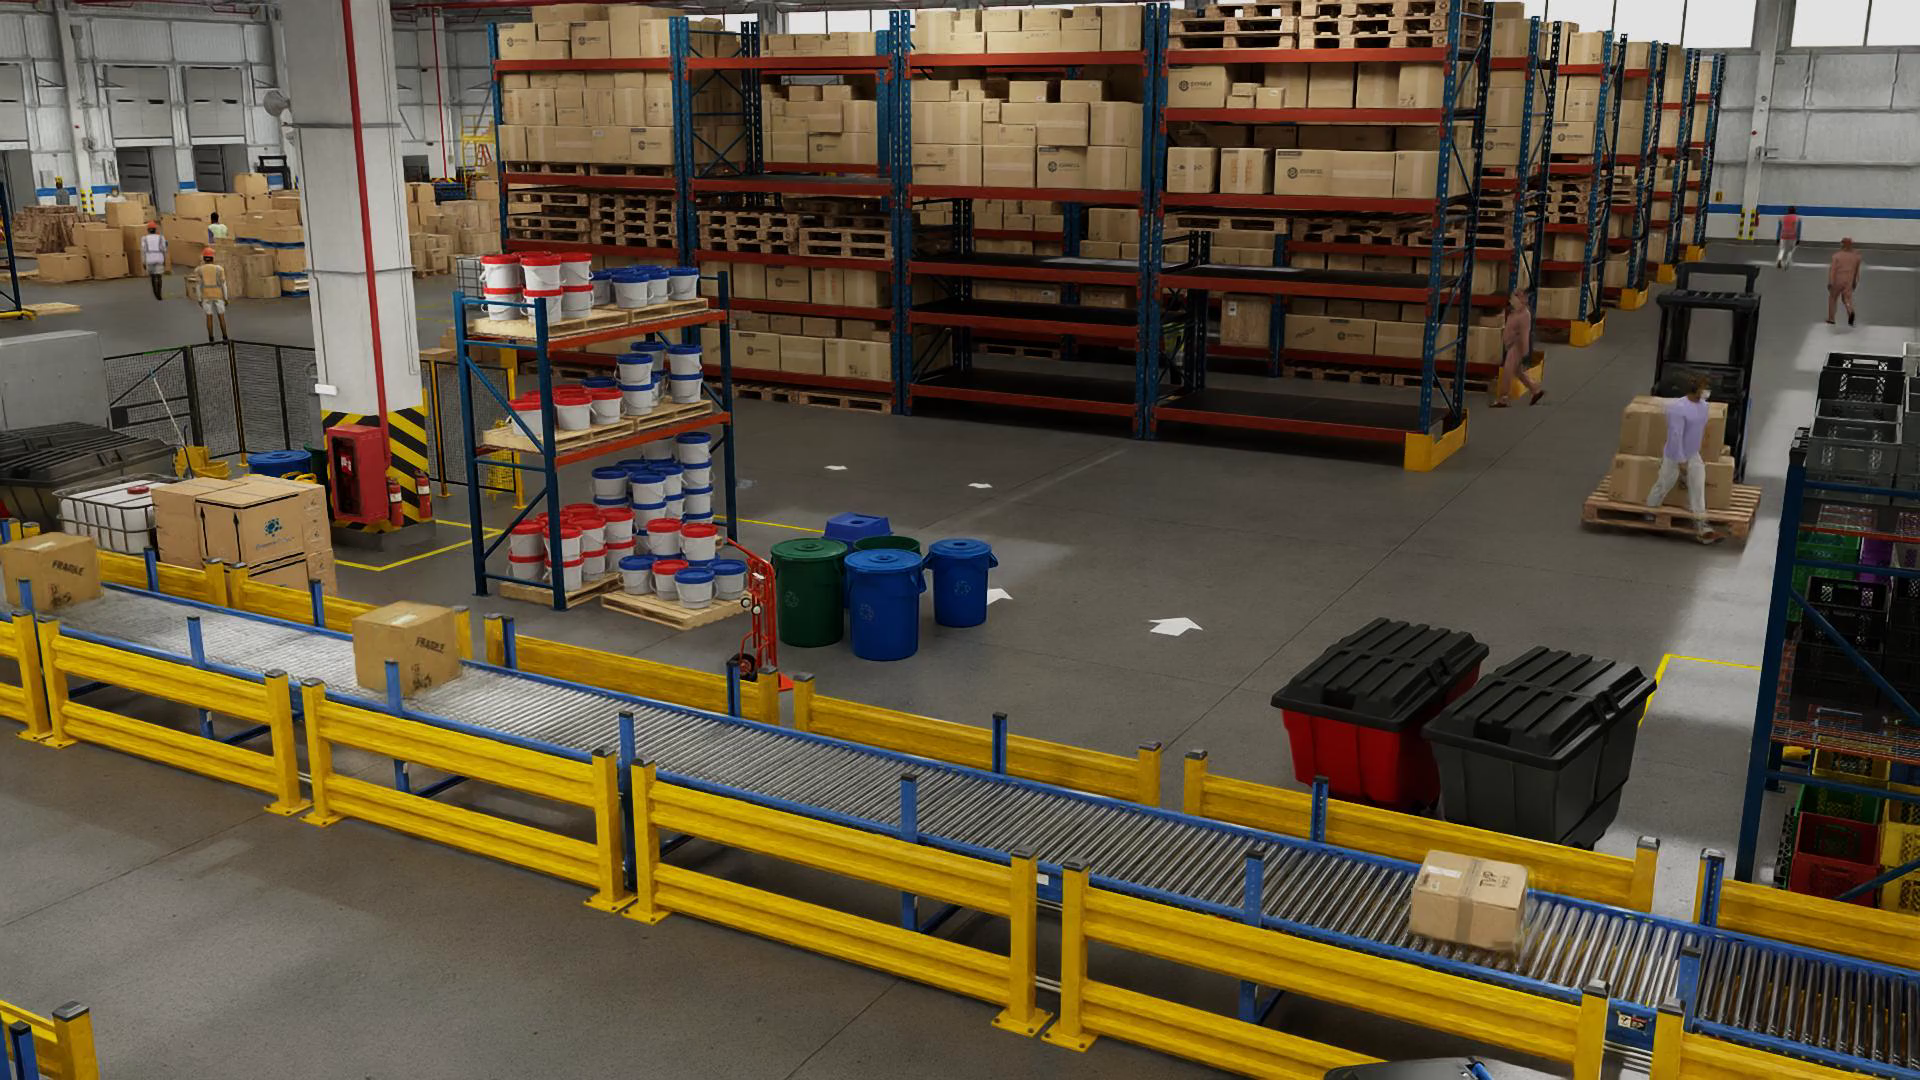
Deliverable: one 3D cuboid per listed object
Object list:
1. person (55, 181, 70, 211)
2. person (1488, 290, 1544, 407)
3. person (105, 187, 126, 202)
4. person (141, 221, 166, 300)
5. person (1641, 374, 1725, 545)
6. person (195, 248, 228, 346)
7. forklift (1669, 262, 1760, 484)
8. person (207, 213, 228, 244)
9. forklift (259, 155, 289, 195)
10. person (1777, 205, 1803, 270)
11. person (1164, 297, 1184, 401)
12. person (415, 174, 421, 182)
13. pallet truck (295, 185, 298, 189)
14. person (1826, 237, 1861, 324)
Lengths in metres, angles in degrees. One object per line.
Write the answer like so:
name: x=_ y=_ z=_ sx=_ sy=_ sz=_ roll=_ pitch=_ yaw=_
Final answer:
person: x=-31.884 y=-11.761 z=59.122 sx=0.373 sy=1.938 sz=0.630 roll=3 pitch=15 yaw=10
person: x=8.937 y=-3.049 z=26.522 sx=0.879 sy=1.866 sz=0.650 roll=1 pitch=15 yaw=3
person: x=-28.510 y=-10.991 z=56.293 sx=0.638 sy=1.911 sz=0.925 roll=-8 pitch=17 yaw=-29
person: x=-19.734 y=-6.851 z=40.771 sx=0.547 sy=1.886 sz=1.025 roll=-5 pitch=16 yaw=-20
person: x=8.046 y=-0.895 z=18.384 sx=0.650 sy=1.876 sz=1.048 roll=-7 pitch=16 yaw=-23
person: x=-14.873 y=-4.838 z=33.094 sx=0.549 sy=1.936 sz=0.377 roll=-5 pitch=16 yaw=-19
forklift: x=9.353 y=-2.066 z=20.865 sx=1.129 sy=2.768 sz=1.873 roll=8 pitch=17 yaw=28
person: x=-19.447 y=-7.637 z=43.704 sx=0.419 sy=1.901 sz=0.595 roll=6 pitch=16 yaw=22
forklift: x=-24.419 y=-12.329 z=59.450 sx=1.129 sy=2.768 sz=1.873 roll=-6 pitch=16 yaw=-23
person: x=23.816 y=-8.683 z=47.767 sx=0.630 sy=1.830 sz=0.438 roll=11 pitch=18 yaw=35
person: x=3.472 y=-3.113 z=27.066 sx=0.321 sy=1.697 sz=0.529 roll=-3 pitch=15 yaw=-10
person: x=-21.344 y=-13.506 z=65.790 sx=0.477 sy=1.871 sz=0.622 roll=-6 pitch=16 yaw=-21
pallet truck: x=-26.804 y=-14.617 z=69.738 sx=1.885 sy=1.965 sz=0.823 roll=-14 pitch=20 yaw=-42
person: x=19.170 y=-5.601 z=36.062 sx=0.653 sy=1.891 sz=0.717 roll=1 pitch=15 yaw=2
